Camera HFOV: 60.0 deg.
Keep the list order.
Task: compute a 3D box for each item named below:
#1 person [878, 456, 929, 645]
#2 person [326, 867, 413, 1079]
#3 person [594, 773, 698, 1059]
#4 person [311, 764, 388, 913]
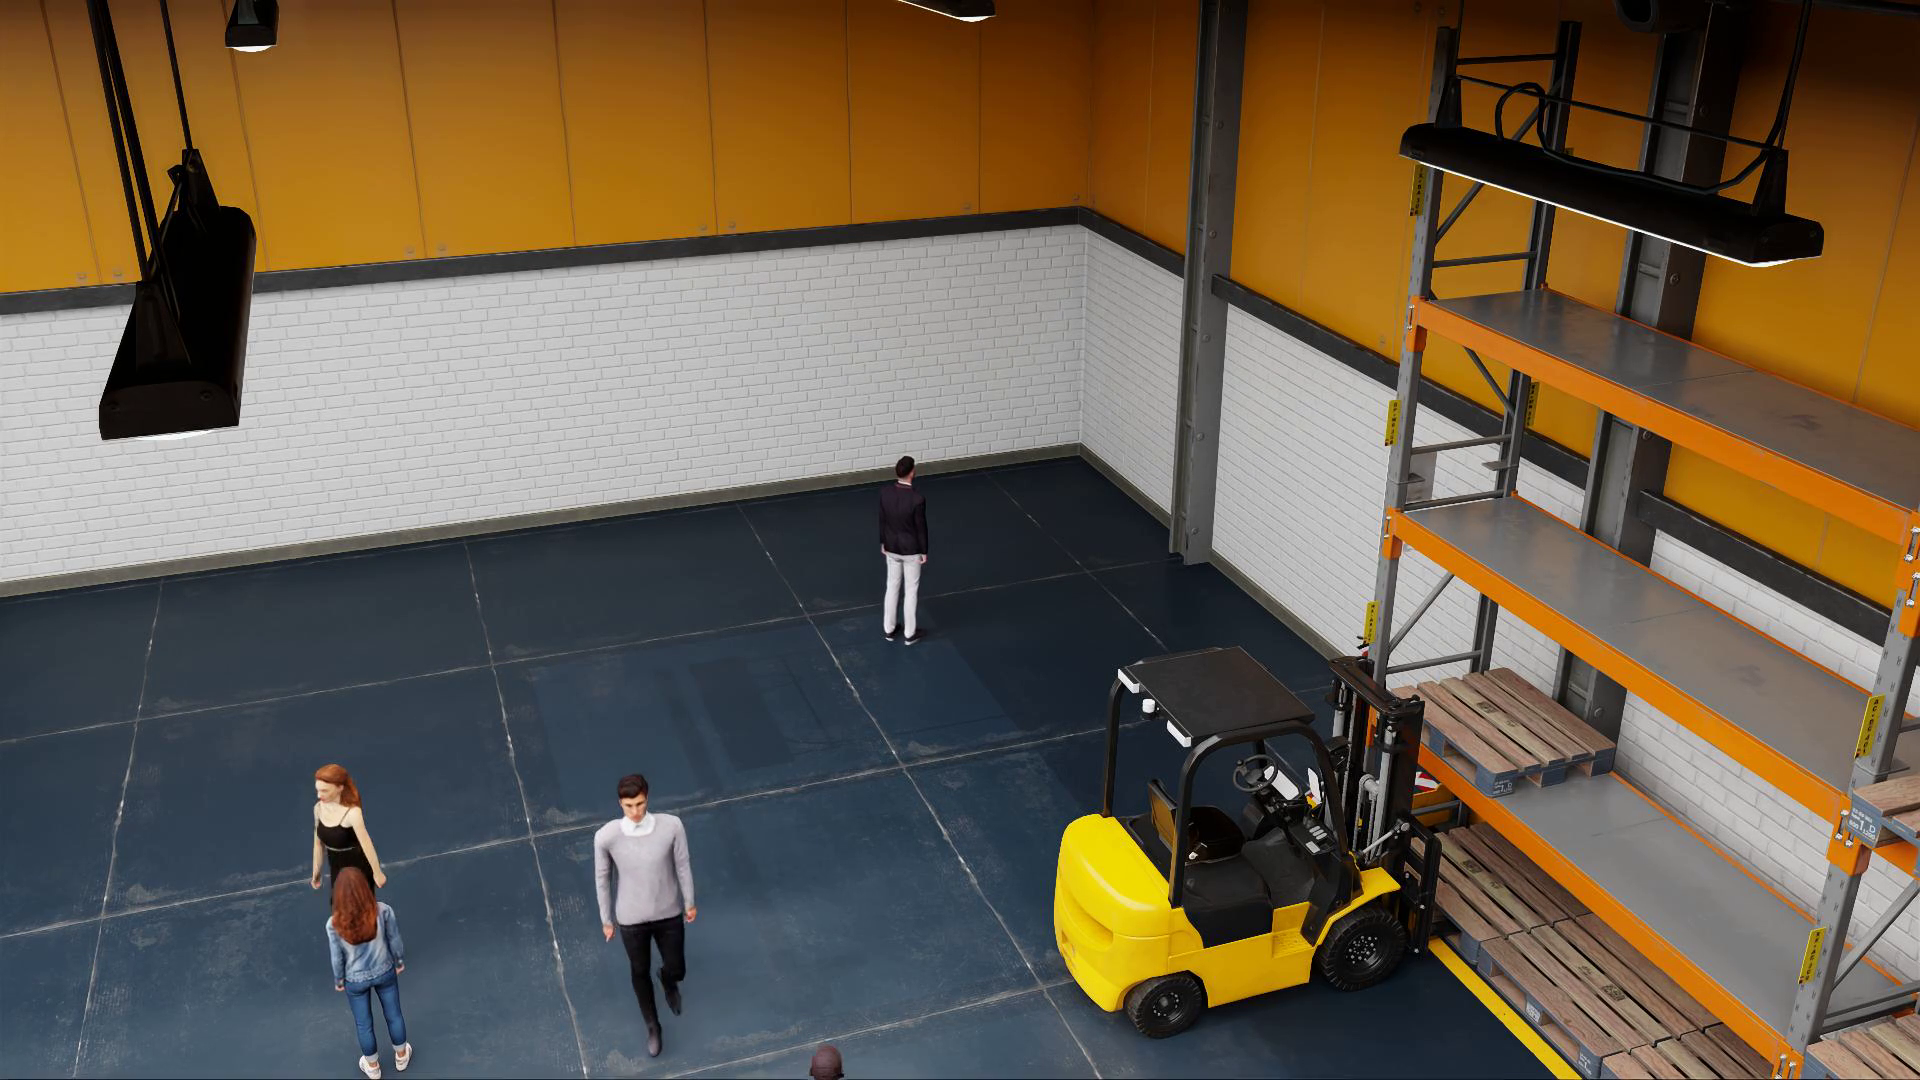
[{"bbox_3d":[-0.539,0.088,15.484,0.732,1.843,0.800,12,26,25],"label":"person"},{"bbox_3d":[-3.596,2.631,10.123,0.585,1.478,0.528,-11,26,-24],"label":"person"},{"bbox_3d":[-1.951,2.263,10.420,0.816,1.914,0.889,-5,24,-12],"label":"person"},{"bbox_3d":[-3.972,2.156,11.051,0.740,1.603,0.796,15,28,30],"label":"person"}]
